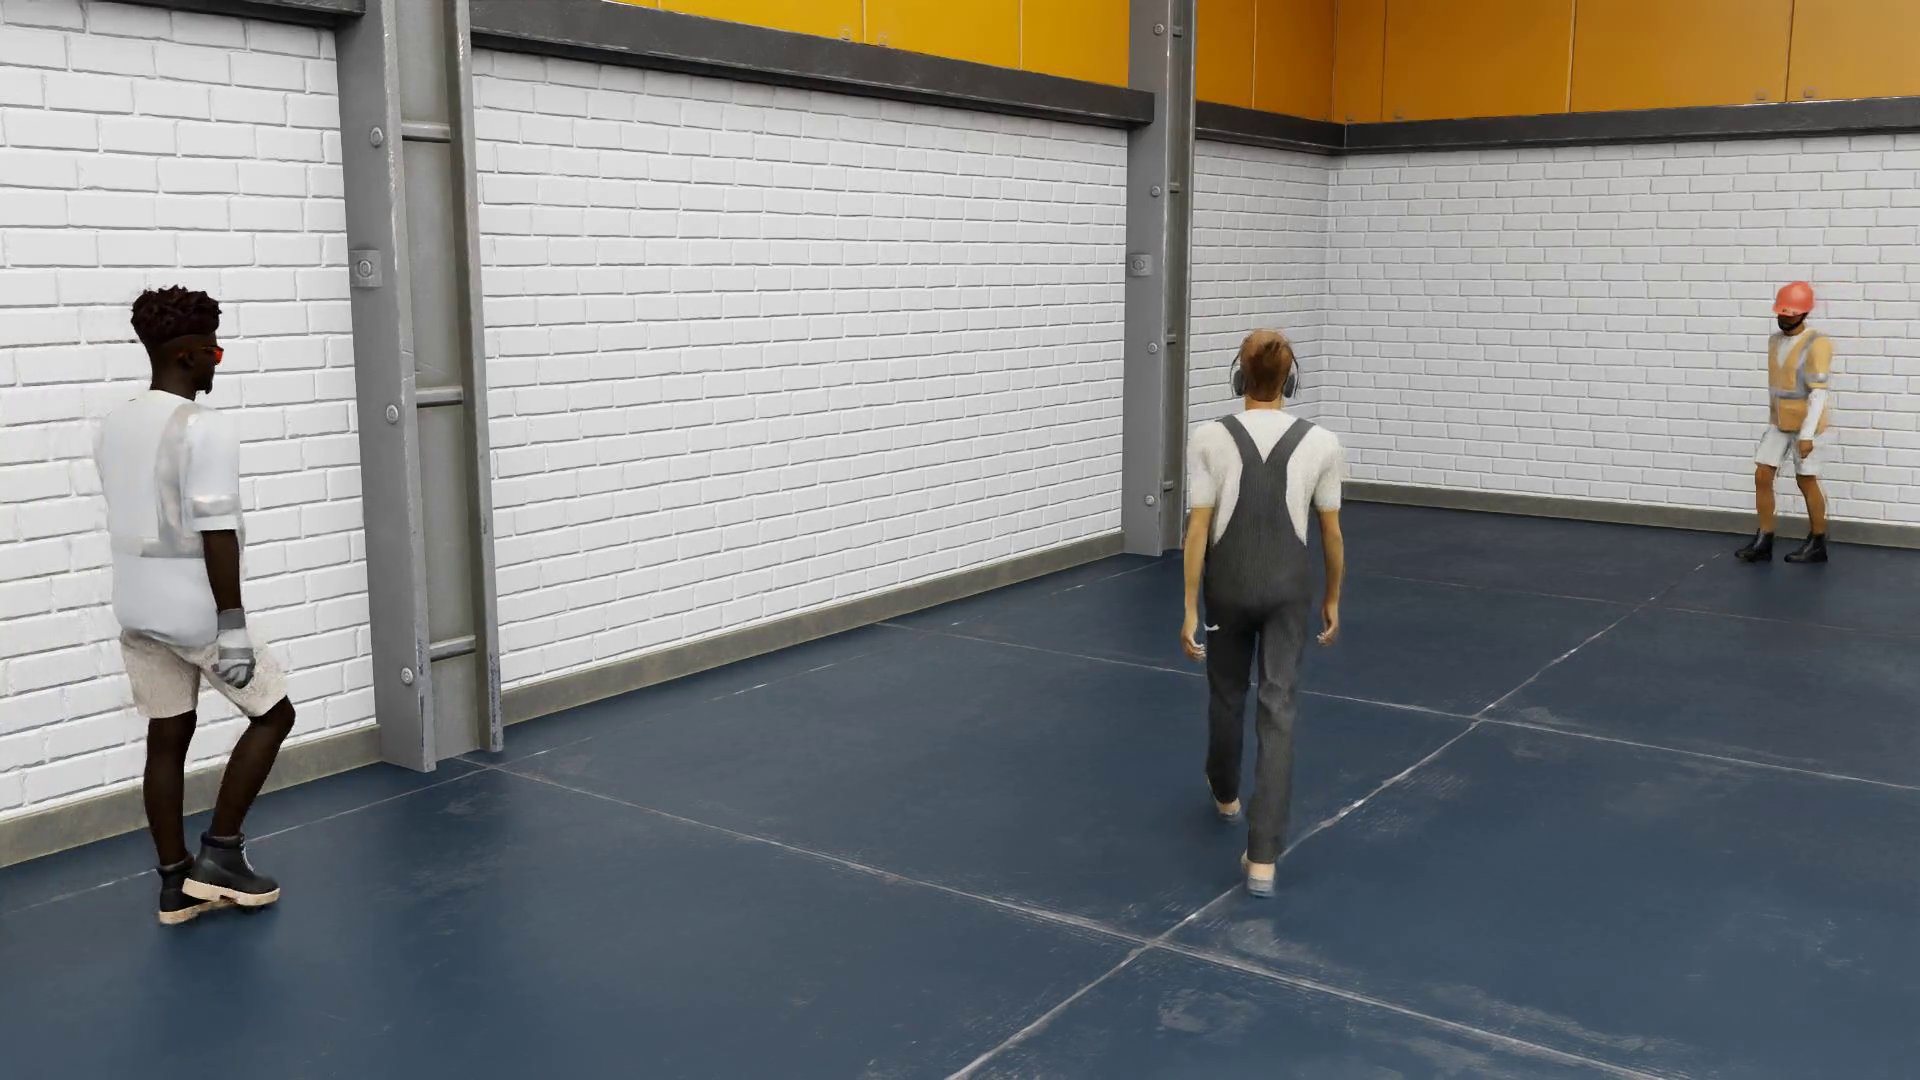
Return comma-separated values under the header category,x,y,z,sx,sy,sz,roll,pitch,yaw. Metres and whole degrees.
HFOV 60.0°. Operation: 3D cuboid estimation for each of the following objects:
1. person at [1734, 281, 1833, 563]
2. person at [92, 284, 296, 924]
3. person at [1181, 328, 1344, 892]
category,x,y,z,sx,sy,sz,roll,pitch,yaw
person,5.516,-0.760,11.001,0.772,1.885,0.560,-3,10,-17
person,-2.318,0.204,5.080,0.645,1.949,0.465,6,11,30
person,1.017,0.192,5.615,0.536,1.789,0.970,1,10,6
